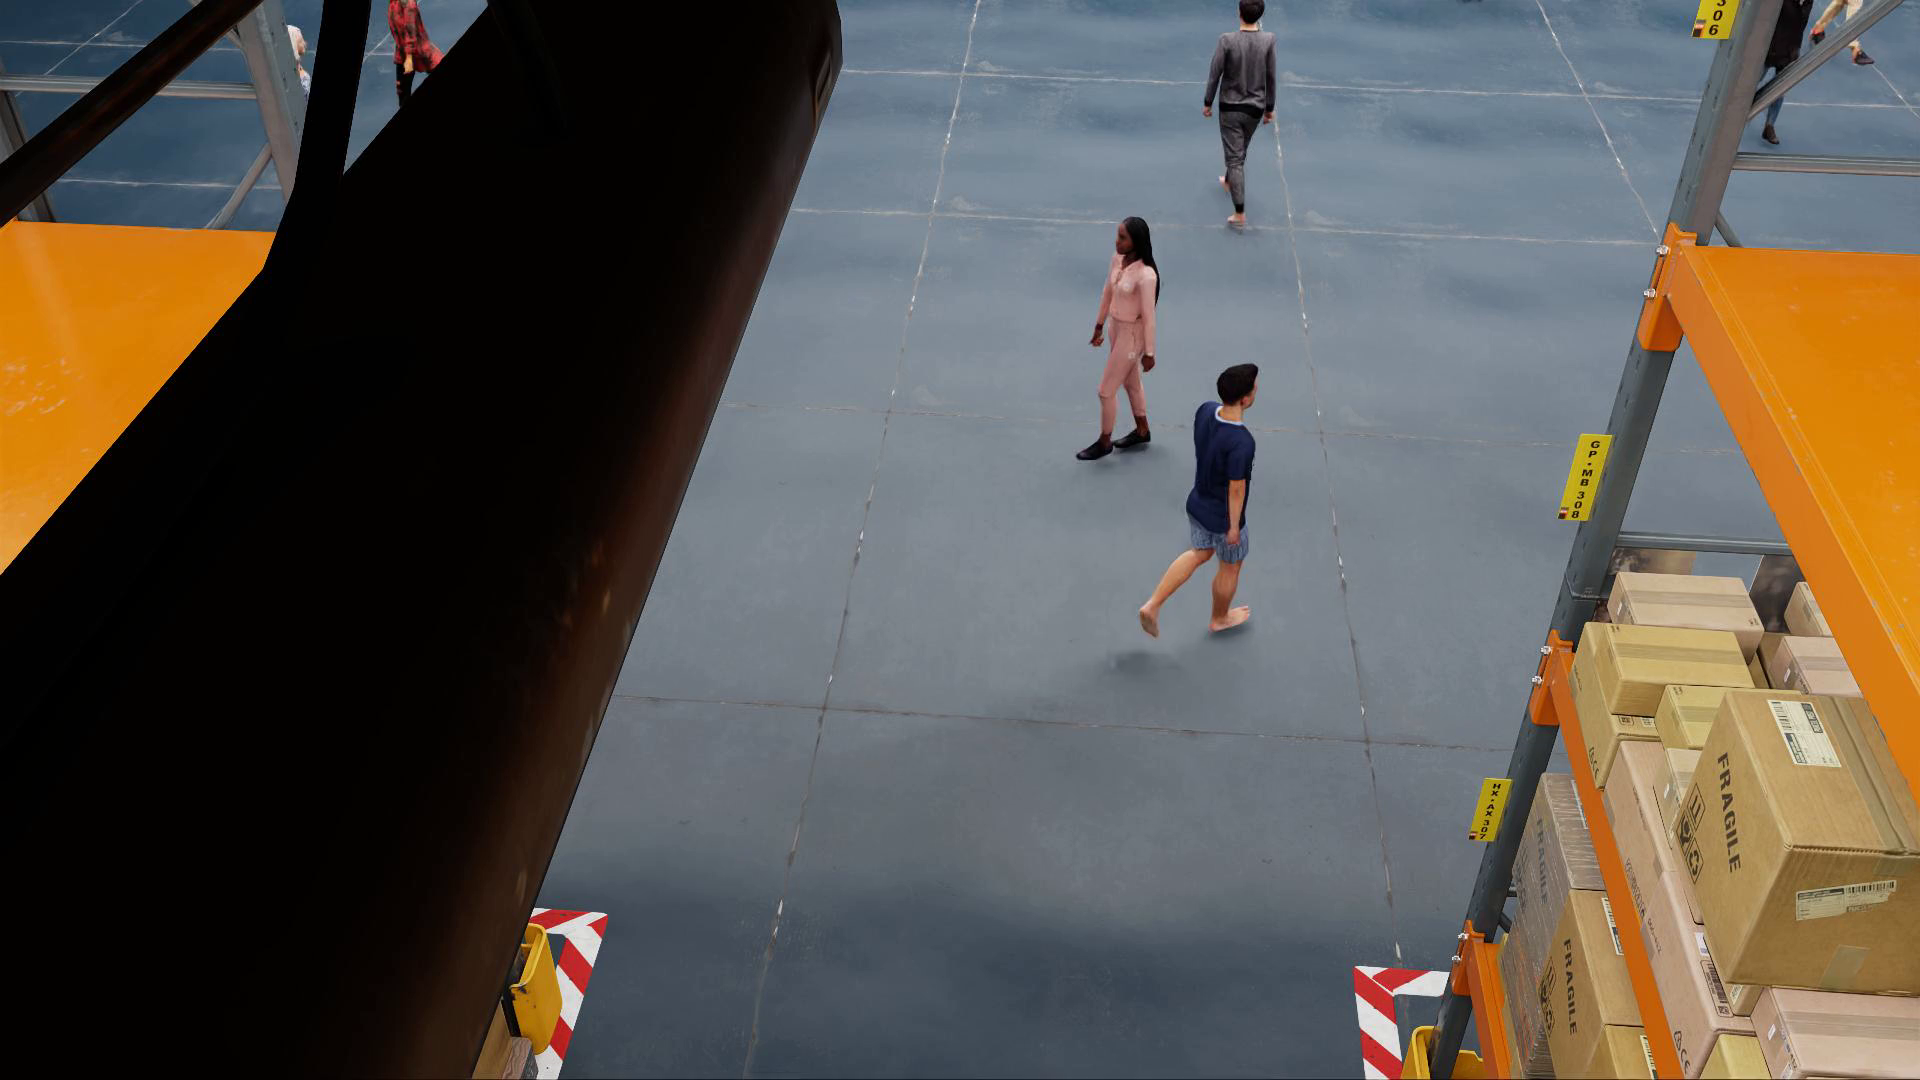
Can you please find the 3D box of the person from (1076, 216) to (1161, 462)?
[{"bbox_3d":[1.169,-1.313,10.795,0.908,1.701,0.889,-13,40,-16],"label":"person"}]

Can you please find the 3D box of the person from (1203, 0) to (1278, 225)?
[{"bbox_3d":[2.293,-3.440,13.428,0.885,1.806,1.230,-6,38,-7],"label":"person"}]

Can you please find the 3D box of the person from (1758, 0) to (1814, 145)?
[{"bbox_3d":[7.246,-4.414,14.833,0.830,1.609,1.106,-7,39,-8],"label":"person"}]

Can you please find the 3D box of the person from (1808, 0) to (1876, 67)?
[{"bbox_3d":[8.732,-5.605,16.197,0.994,1.805,1.253,-13,40,-16],"label":"person"}]

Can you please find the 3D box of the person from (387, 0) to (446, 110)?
[{"bbox_3d":[-4.689,-4.266,14.606,1.067,1.656,1.179,31,48,33],"label":"person"}]

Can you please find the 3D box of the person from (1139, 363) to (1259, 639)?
[{"bbox_3d":[1.360,-0.160,9.216,1.012,1.831,1.036,-17,41,-21],"label":"person"}]
